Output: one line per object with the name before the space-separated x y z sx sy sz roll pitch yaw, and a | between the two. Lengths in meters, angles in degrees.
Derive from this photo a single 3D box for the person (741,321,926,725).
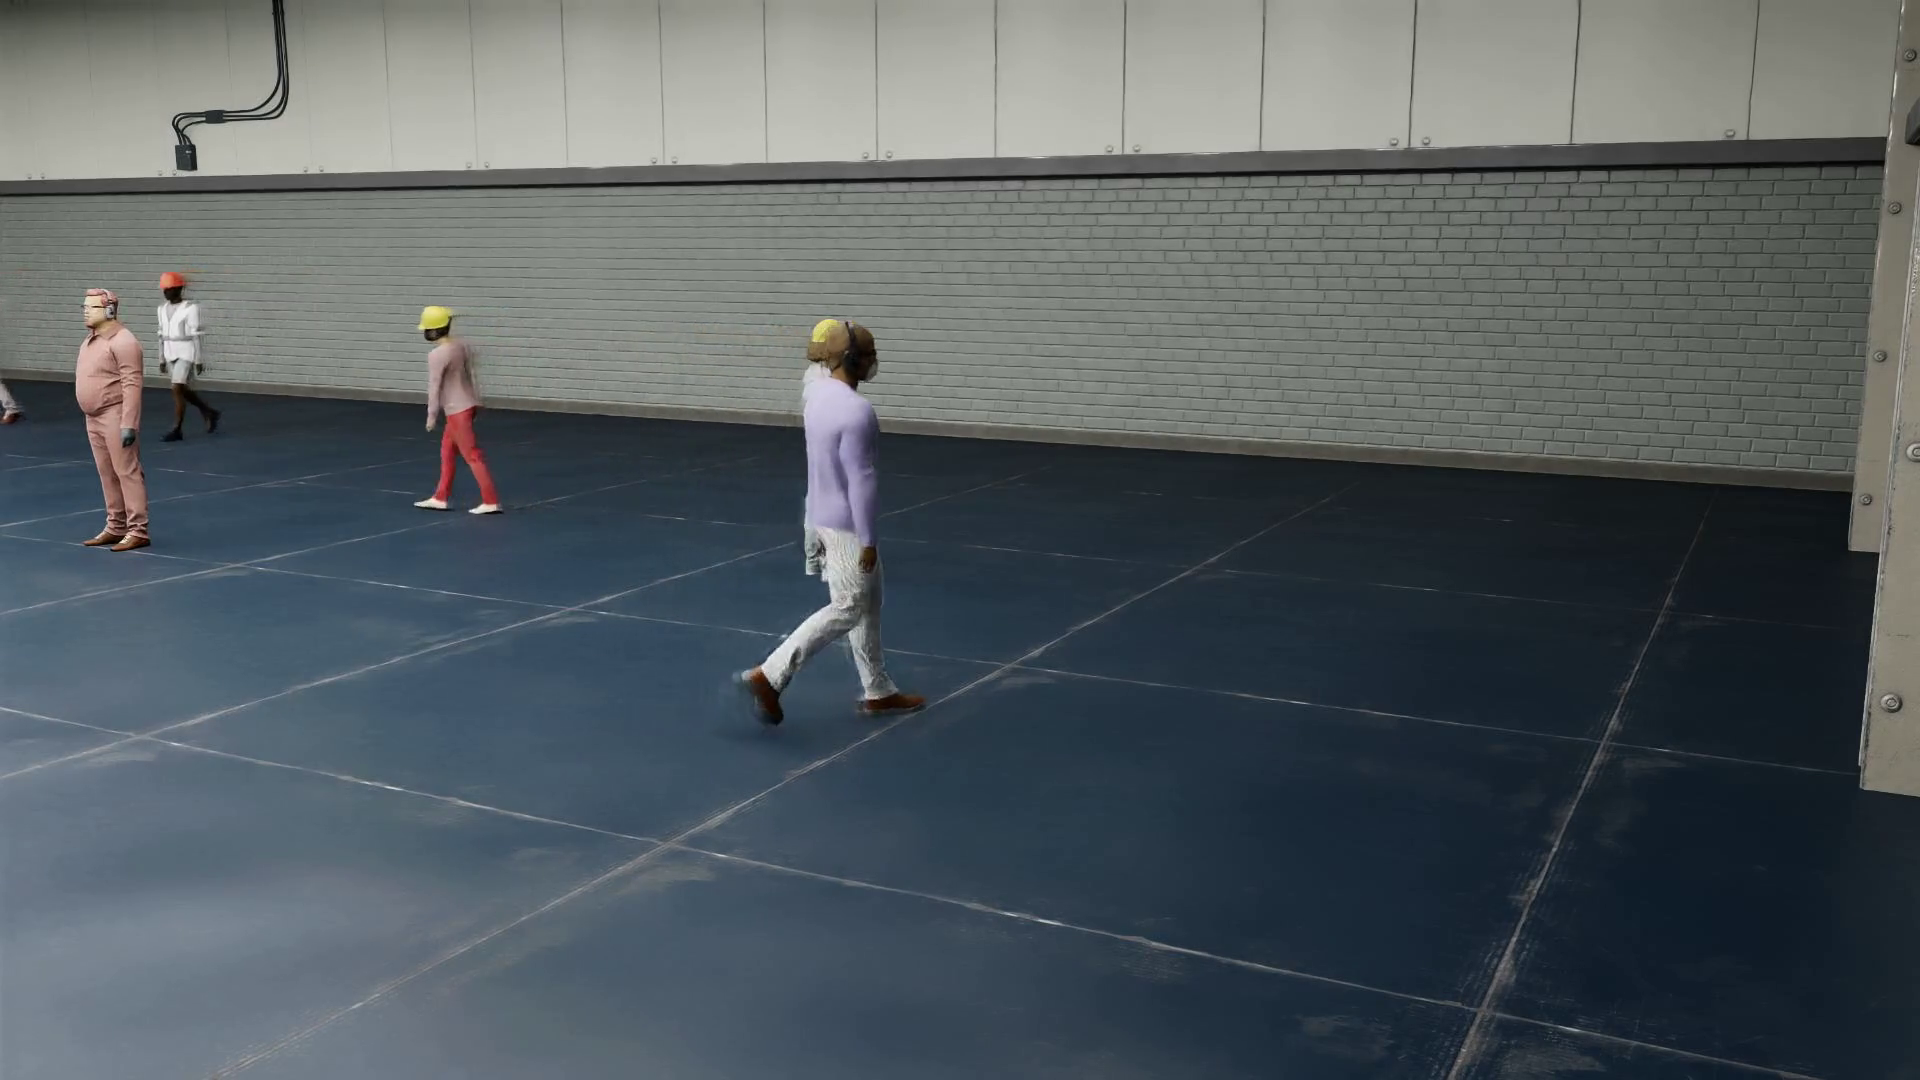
person | -0.600 -0.061 7.756 0.864 1.913 0.640 -4 11 -21

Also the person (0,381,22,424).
person | -11.847 -2.288 20.009 0.656 1.867 0.965 5 11 25

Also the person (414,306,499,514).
person | -4.186 -1.049 13.621 0.802 1.716 0.548 0 10 2

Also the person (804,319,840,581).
person | -0.869 -0.601 11.135 0.295 1.743 0.492 -6 12 -29

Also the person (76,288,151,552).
person | -6.235 -0.878 12.183 0.647 1.913 0.409 8 13 36

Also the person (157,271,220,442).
person | -8.784 -2.093 18.835 0.555 1.909 0.880 4 11 21
